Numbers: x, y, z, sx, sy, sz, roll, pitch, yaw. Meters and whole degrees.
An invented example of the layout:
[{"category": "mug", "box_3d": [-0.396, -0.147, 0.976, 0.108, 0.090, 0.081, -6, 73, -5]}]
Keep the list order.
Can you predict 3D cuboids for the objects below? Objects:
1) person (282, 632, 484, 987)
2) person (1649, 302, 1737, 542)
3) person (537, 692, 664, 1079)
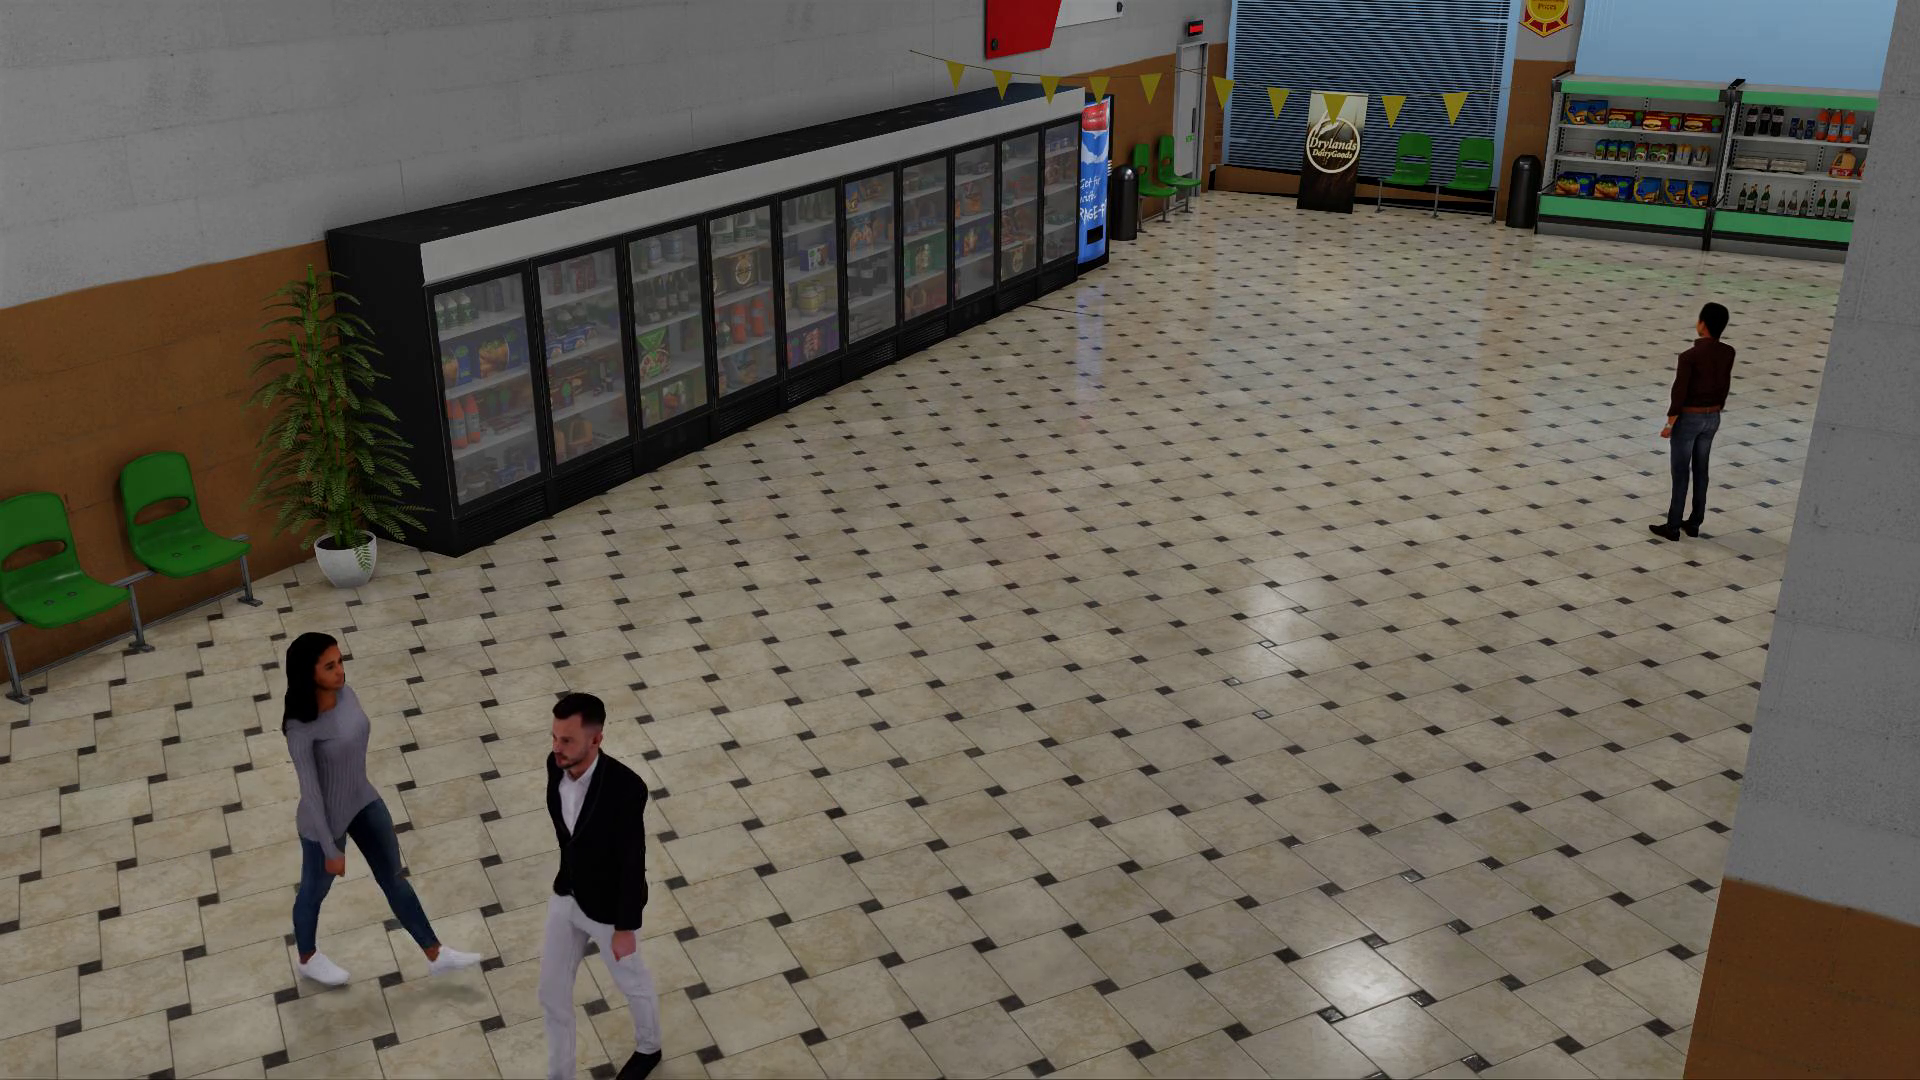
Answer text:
[{"category": "person", "box_3d": [-2.767, 1.196, 7.161, 1.151, 1.698, 0.823, 6, 23, 14]}, {"category": "person", "box_3d": [5.396, -0.864, 12.177, 0.709, 1.782, 0.753, -7, 23, -17]}, {"category": "person", "box_3d": [-1.339, 1.382, 6.538, 0.900, 1.819, 0.810, 15, 26, 33]}]
